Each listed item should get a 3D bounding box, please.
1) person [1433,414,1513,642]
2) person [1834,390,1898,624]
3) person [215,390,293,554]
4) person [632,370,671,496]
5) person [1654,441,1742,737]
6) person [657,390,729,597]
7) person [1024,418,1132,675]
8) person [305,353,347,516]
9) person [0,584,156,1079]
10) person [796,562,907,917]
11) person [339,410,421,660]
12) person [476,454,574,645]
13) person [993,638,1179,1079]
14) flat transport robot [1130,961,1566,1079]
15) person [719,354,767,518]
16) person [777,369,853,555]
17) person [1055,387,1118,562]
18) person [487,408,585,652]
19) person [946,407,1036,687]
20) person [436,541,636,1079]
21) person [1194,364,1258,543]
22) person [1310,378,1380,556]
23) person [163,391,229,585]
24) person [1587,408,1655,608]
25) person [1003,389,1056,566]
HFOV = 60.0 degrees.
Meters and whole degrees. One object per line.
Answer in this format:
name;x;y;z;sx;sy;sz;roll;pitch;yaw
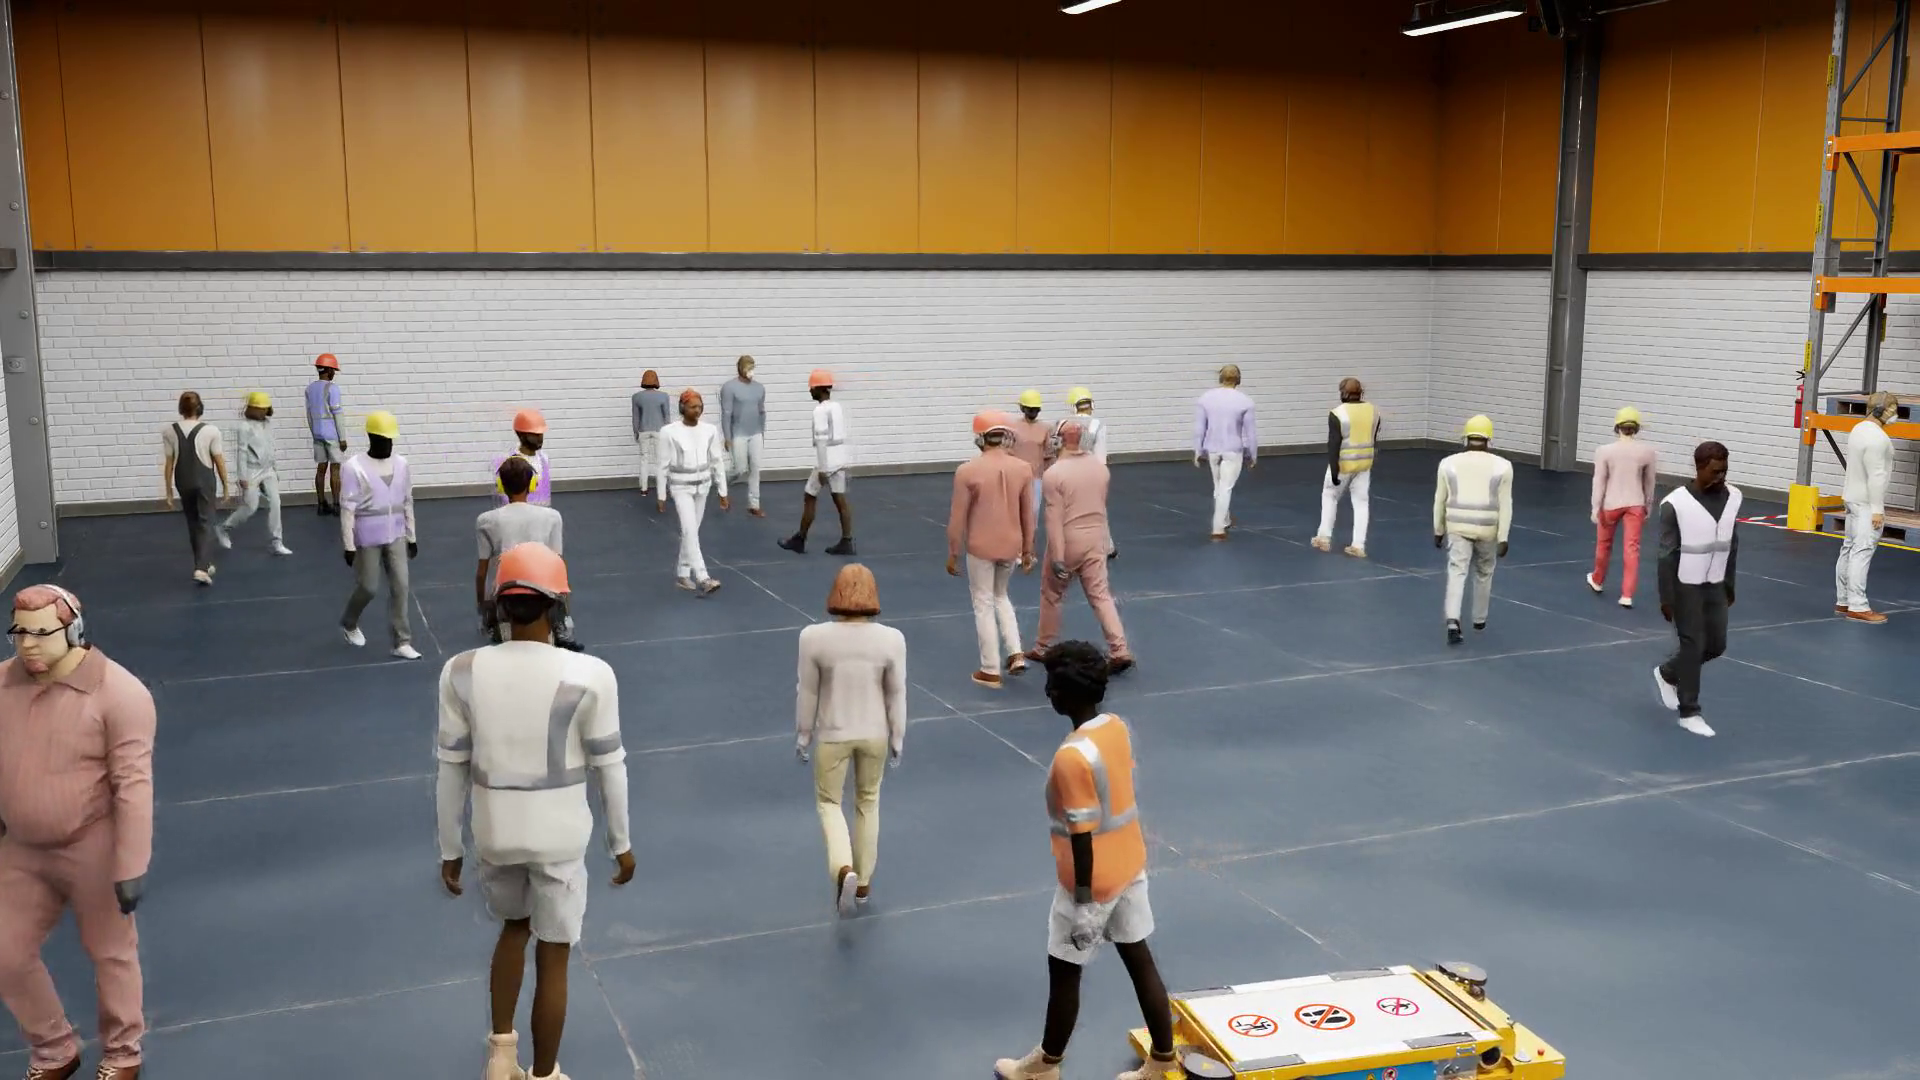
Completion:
person;4.044;-0.095;13.157;0.600;1.803;0.873;4;10;23
person;7.560;-0.280;13.866;0.372;1.933;0.627;2;10;13
person;-7.271;-0.694;17.073;0.723;1.711;0.497;4;10;21
person;-3.976;-1.377;21.450;0.493;1.625;0.280;1;9;3
person;4.648;0.286;10.605;0.644;1.882;0.631;-3;10;-20
person;-2.351;-0.414;14.939;0.611;1.839;0.942;-8;12;-39
person;0.870;0.046;12.114;0.623;1.863;0.988;-6;11;-34
person;-7.472;-1.244;19.714;0.543;1.931;0.371;5;11;28
person;-3.099;1.083;5.745;0.680;1.886;0.560;1;9;7
person;-0.489;0.913;7.575;0.512;1.616;0.582;-2;9;-9
person;-4.443;-0.047;12.605;0.786;1.893;0.634;7;12;37
person;-2.606;0.408;9.934;0.565;1.850;0.603;-3;10;-15
person;0.476;1.175;5.881;0.571;1.684;0.572;5;11;27
flat transport robot;1.410;1.828;6.114;1.431;0.197;0.652;-2;10;-15
person;-2.564;-1.231;19.648;0.642;1.927;0.645;-9;13;-42
person;-1.483;-0.792;17.047;0.902;1.900;0.574;4;10;21
person;1.202;-0.614;16.426;0.592;1.769;0.931;6;11;32
person;-3.379;-0.087;12.858;0.994;1.892;0.552;5;11;29
person;0.206;0.055;11.715;0.617;1.977;0.436;-6;11;-32
person;-1.455;1.017;5.733;0.624;2.022;0.474;1;9;9
person;2.933;-0.947;17.980;0.660;1.903;0.936;6;11;32
person;3.957;-0.764;17.146;0.634;1.818;0.790;-3;10;-18
person;-7.125;-0.491;15.525;0.529;1.814;0.863;-1;9;-5
person;5.818;-0.304;14.642;0.551;1.713;0.912;1;9;8
person;0.694;-0.614;16.439;0.549;1.745;0.544;-2;10;-15
